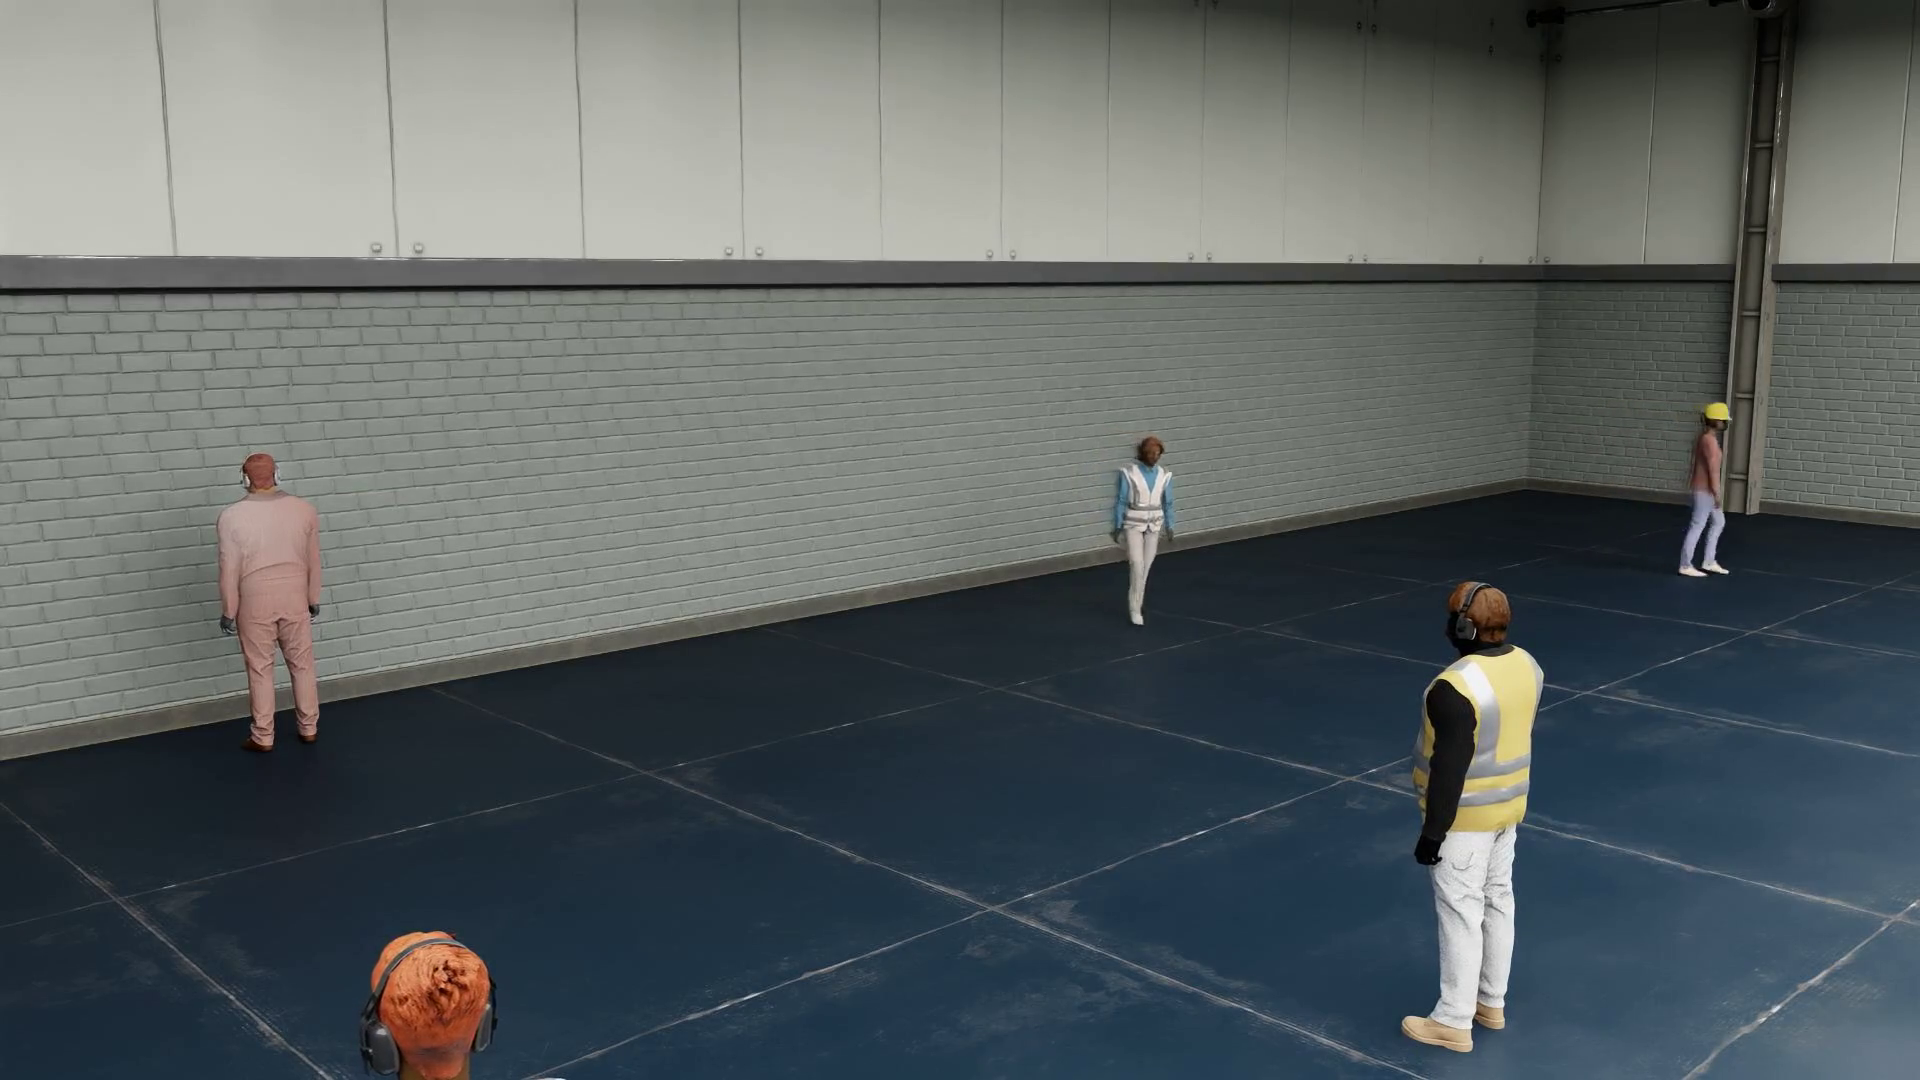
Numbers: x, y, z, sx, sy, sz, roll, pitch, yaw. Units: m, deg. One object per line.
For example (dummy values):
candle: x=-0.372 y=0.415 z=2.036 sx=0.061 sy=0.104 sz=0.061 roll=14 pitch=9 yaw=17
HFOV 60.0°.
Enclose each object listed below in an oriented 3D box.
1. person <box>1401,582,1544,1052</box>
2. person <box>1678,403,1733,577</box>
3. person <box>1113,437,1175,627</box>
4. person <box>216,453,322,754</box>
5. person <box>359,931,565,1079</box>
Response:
person: x=1.991 y=1.073 z=6.528 sx=0.622 sy=1.845 sz=0.429 roll=-8 pitch=12 yaw=-42
person: x=7.476 y=-0.487 z=16.475 sx=0.631 sy=1.740 sz=0.562 roll=3 pitch=10 yaw=16
person: x=1.614 y=-0.071 z=14.296 sx=0.530 sy=1.609 sz=0.685 roll=-3 pitch=10 yaw=-20
person: x=-4.374 y=0.396 z=10.545 sx=0.638 sy=1.903 sz=0.408 roll=-8 pitch=12 yaw=-42
person: x=-0.915 y=1.618 z=3.019 sx=0.572 sy=1.883 sz=0.356 roll=-8 pitch=12 yaw=-42
